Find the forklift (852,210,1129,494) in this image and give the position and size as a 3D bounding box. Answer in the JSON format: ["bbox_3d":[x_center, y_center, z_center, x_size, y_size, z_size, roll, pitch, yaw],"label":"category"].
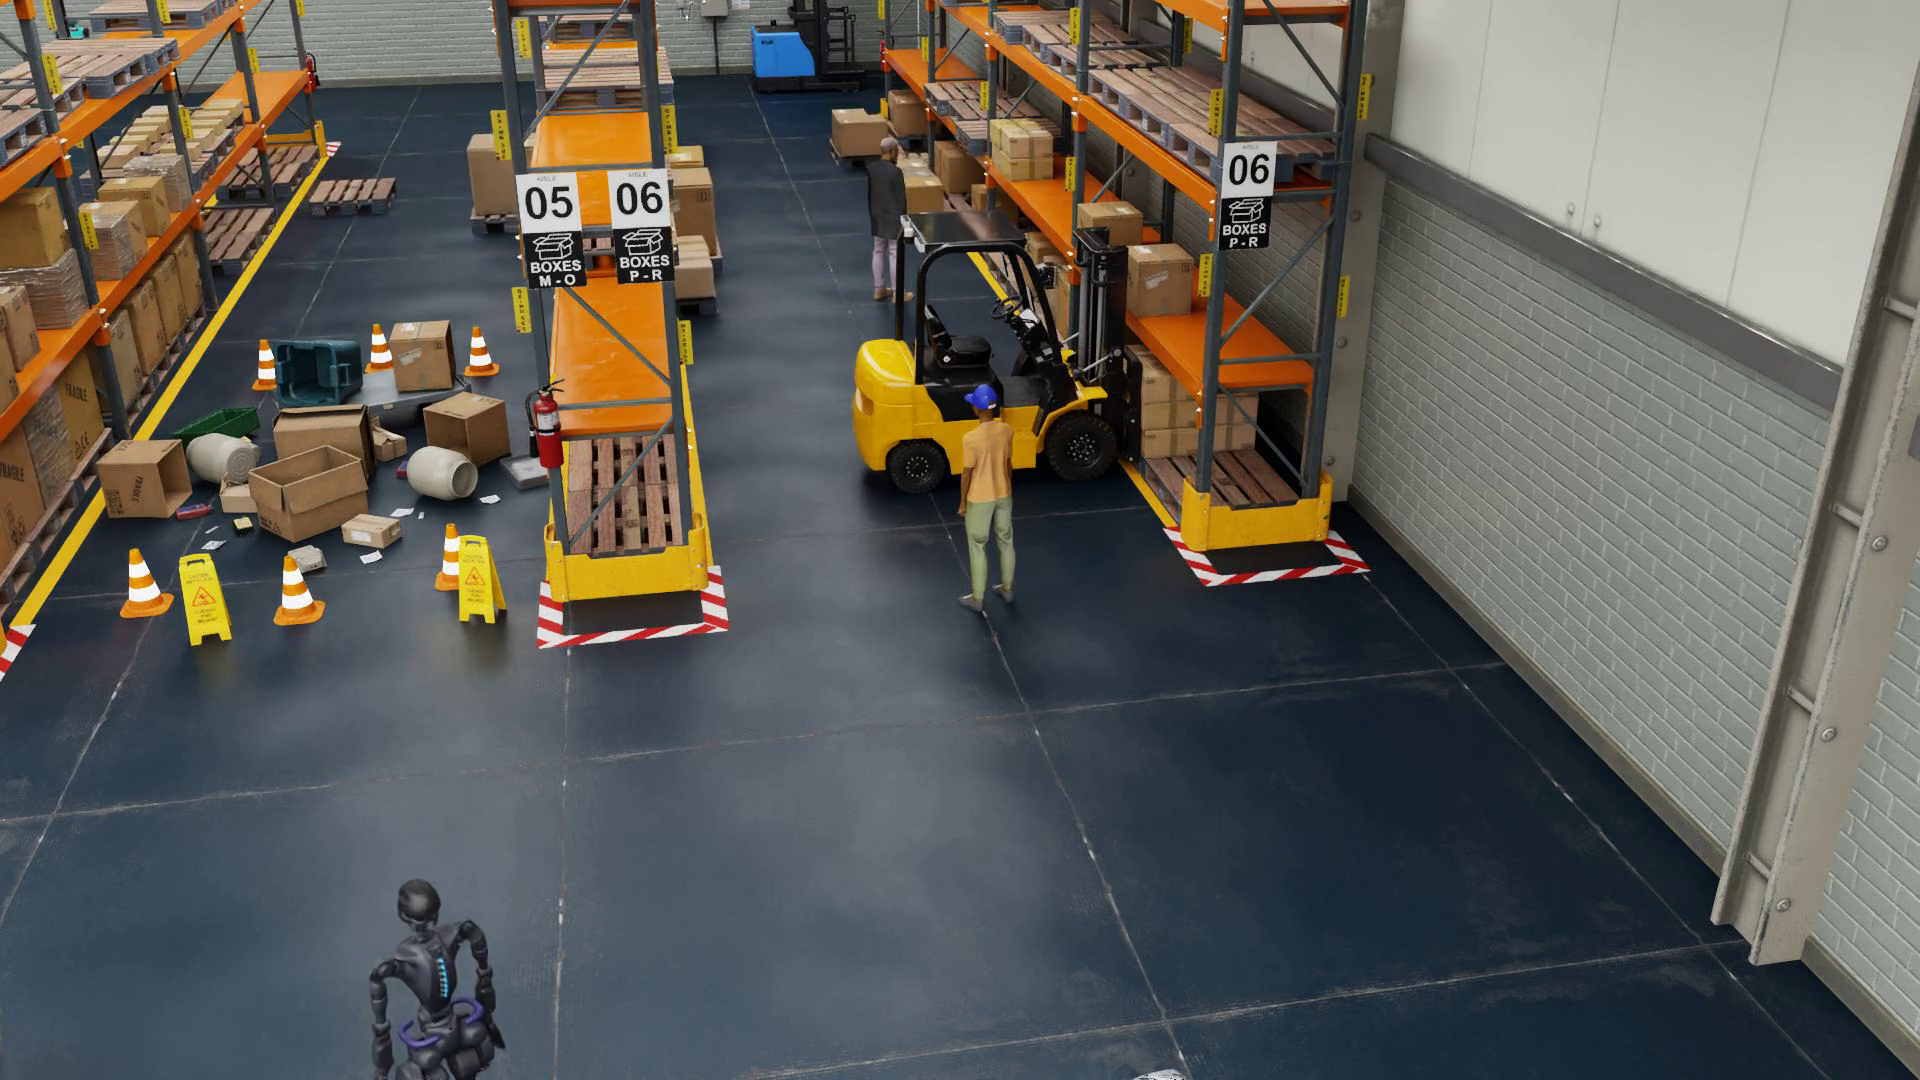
[{"bbox_3d":[0.216,-1.659,14.366,2.313,2.155,1.214,-5,26,-10],"label":"forklift"}]

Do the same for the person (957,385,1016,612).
[{"bbox_3d":[0.176,-0.319,12.131,0.438,1.710,0.390,-17,30,-31],"label":"person"}]

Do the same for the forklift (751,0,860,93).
[{"bbox_3d":[-2.872,-9.679,30.288,1.873,2.768,1.129,-5,26,-10],"label":"forklift"}]

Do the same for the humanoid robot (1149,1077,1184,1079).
[{"bbox_3d":[0.592,2.552,6.173,0.535,1.808,0.818,-8,27,-16],"label":"humanoid robot"}]

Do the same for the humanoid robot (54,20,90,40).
[{"bbox_3d":[-14.564,-7.770,27.661,0.533,1.734,1.025,-21,33,-36],"label":"humanoid robot"}]

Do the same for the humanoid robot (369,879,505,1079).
[{"bbox_3d":[-2.238,2.145,7.074,0.678,1.643,0.600,23,34,39],"label":"humanoid robot"}]

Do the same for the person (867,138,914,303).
[{"bbox_3d":[-0.812,-3.614,18.825,0.530,1.855,0.412,20,32,35],"label":"person"}]
